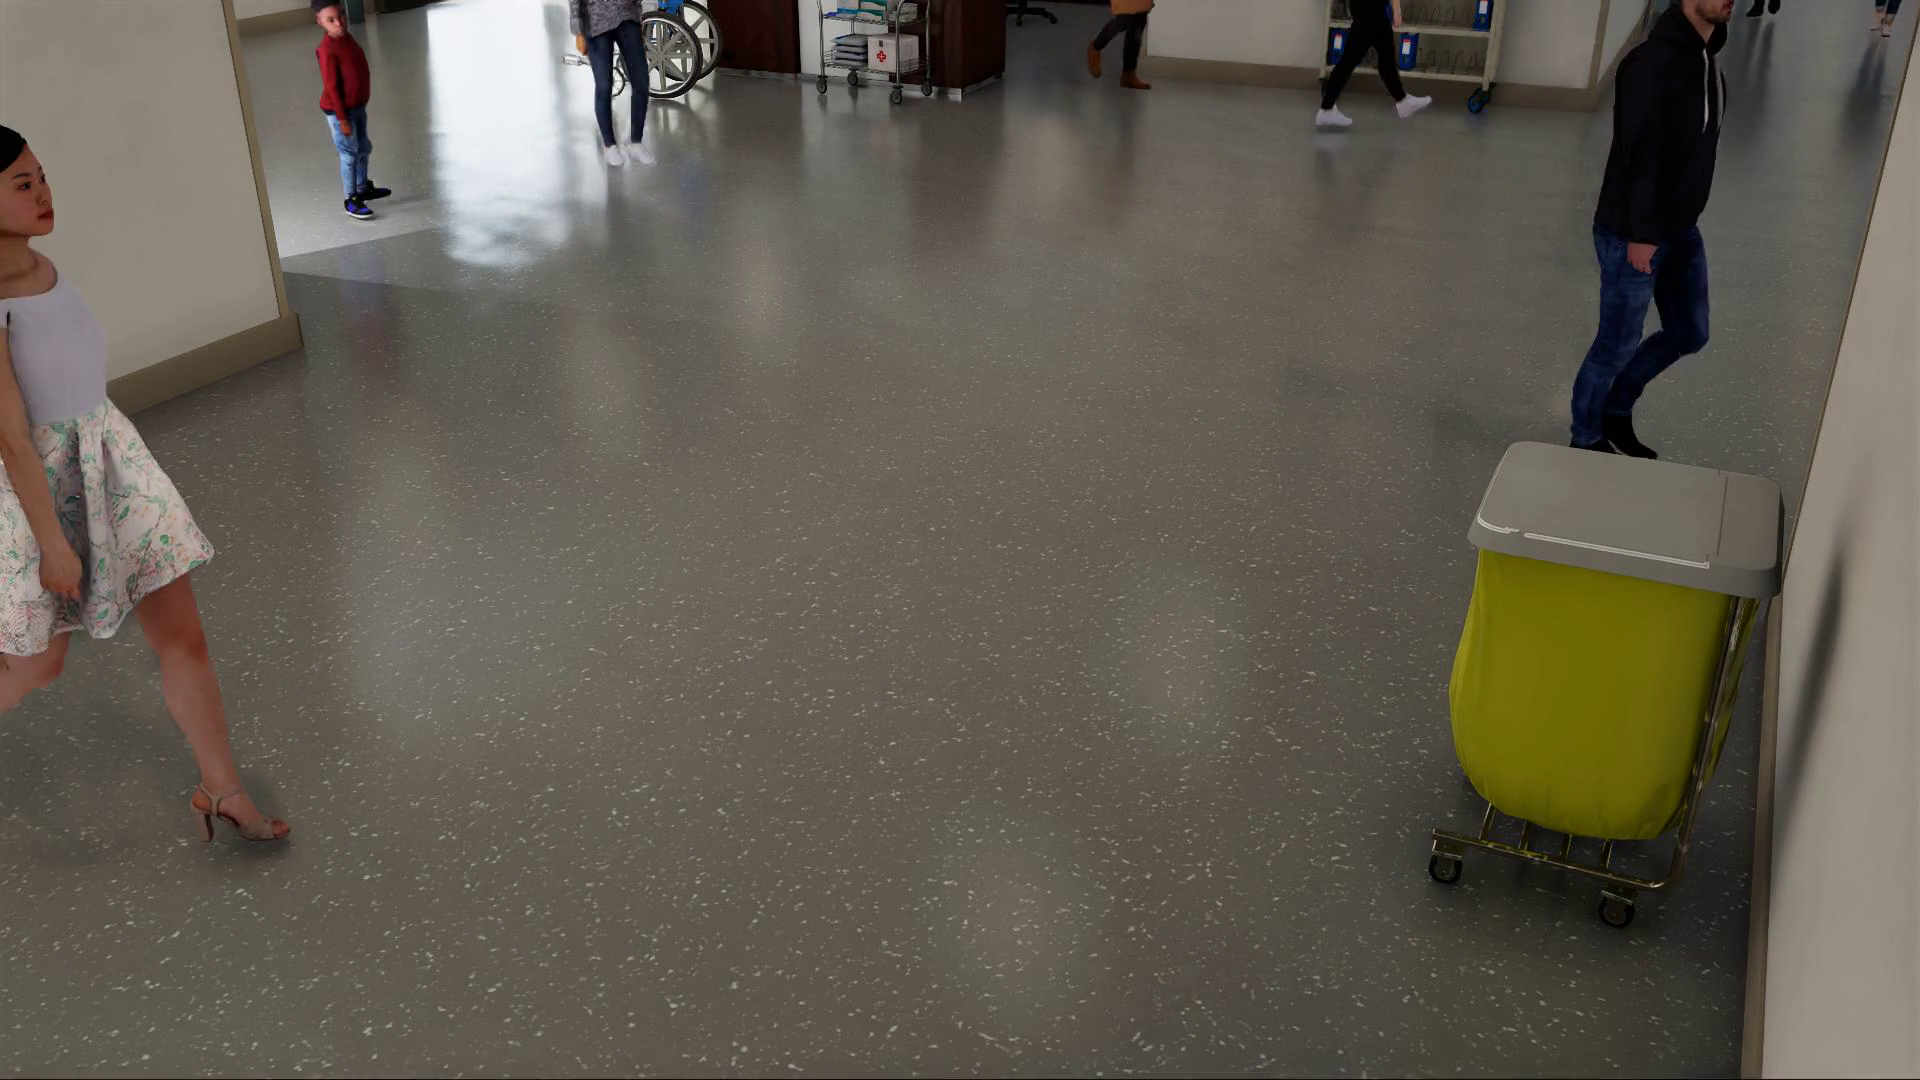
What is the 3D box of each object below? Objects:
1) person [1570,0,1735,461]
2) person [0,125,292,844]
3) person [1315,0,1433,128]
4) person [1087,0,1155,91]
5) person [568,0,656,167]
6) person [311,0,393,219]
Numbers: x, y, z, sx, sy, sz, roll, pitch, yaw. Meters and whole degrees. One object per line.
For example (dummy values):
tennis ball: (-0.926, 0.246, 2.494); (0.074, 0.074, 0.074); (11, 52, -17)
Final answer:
person: (2.344, -1.120, 5.854); (0.779, 1.876, 0.782); (-19, 32, -34)
person: (-2.083, -0.015, 3.716); (1.221, 1.741, 0.936); (0, 26, -1)
person: (2.711, -3.587, 11.291); (1.169, 1.596, 0.996); (-4, 26, -8)
person: (1.239, -4.310, 12.610); (0.826, 1.710, 0.968); (-22, 33, -37)
person: (-2.206, -3.203, 10.357); (0.811, 1.716, 0.862); (-13, 29, -25)
person: (-3.450, -2.424, 9.300); (0.643, 1.231, 0.721); (-4, 26, -8)
